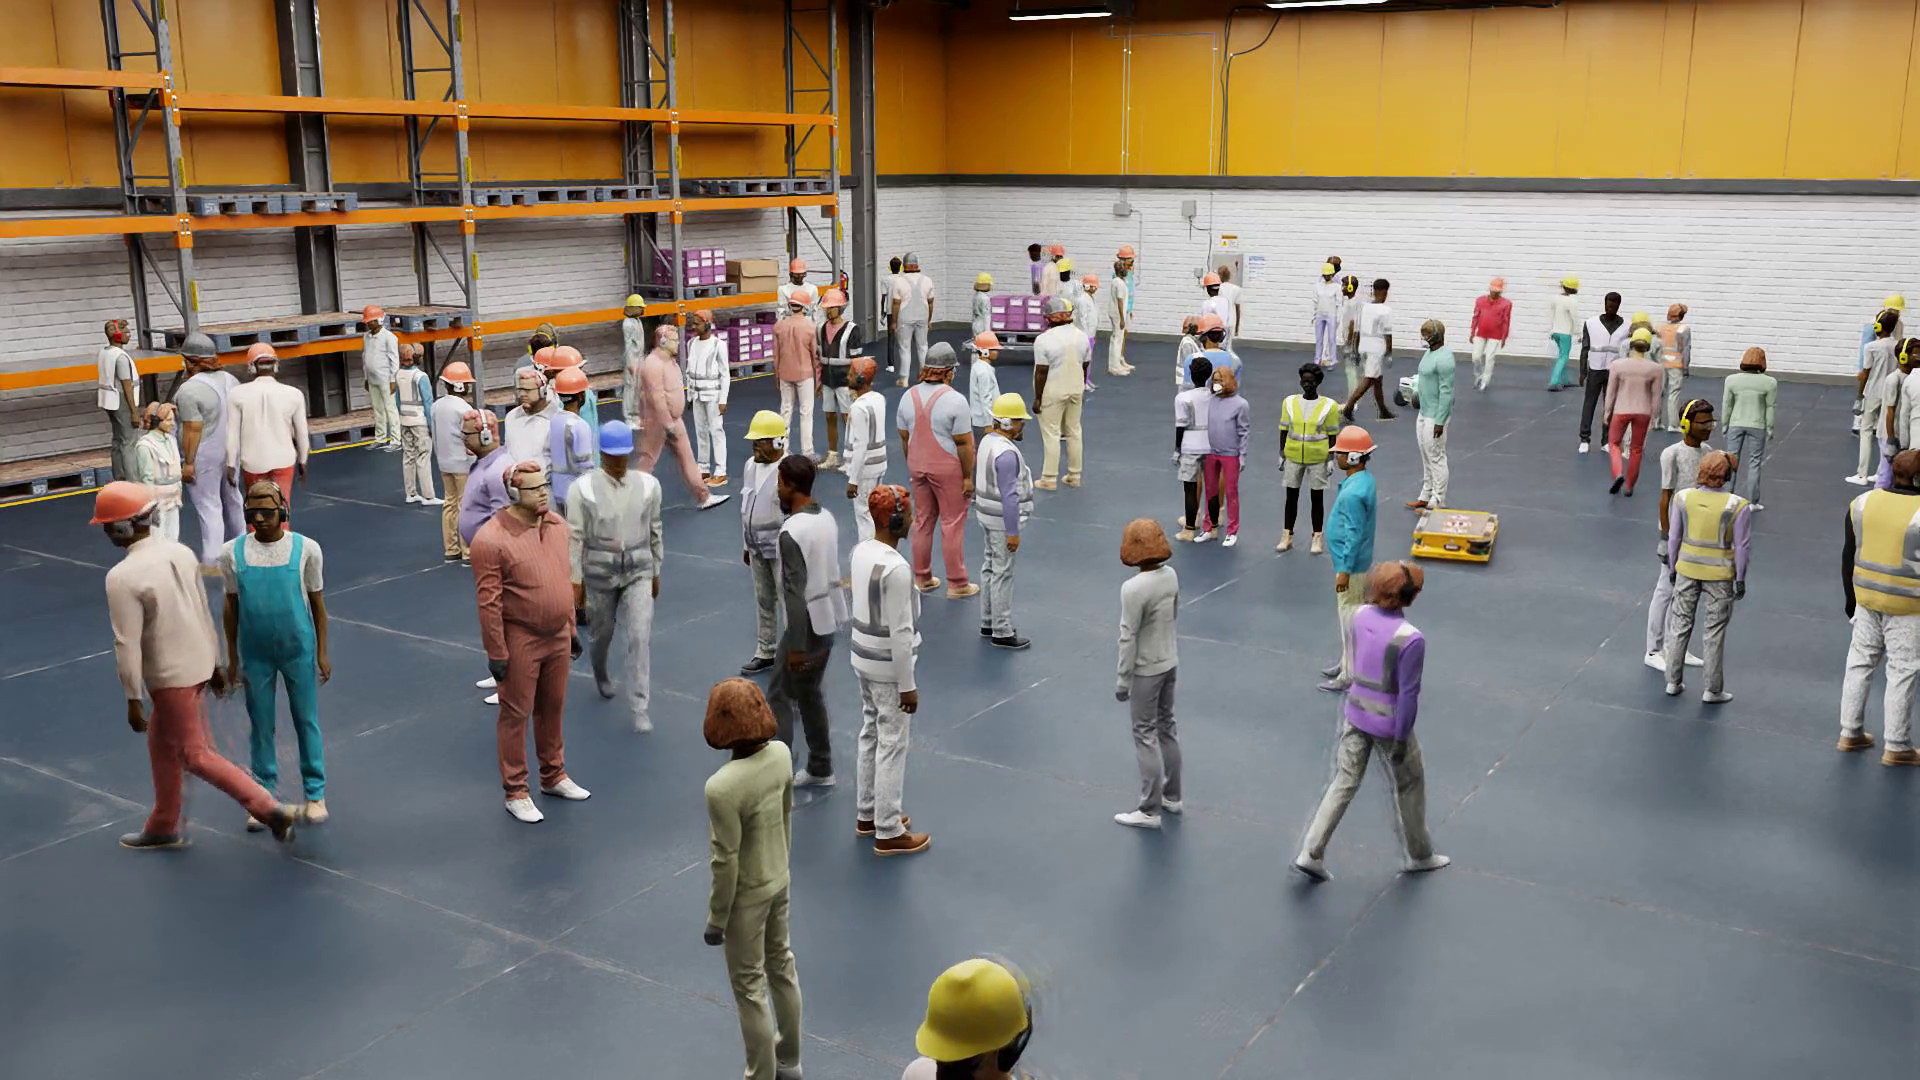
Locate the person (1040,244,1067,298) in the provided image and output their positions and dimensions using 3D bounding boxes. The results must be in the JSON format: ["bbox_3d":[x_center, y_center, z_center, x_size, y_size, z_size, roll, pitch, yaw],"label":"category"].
[{"bbox_3d":[1.657,-4.166,29.037,0.491,1.973,0.611,9,15,33],"label":"person"}]

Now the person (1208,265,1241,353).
[{"bbox_3d":[4.057,-3.346,25.830,0.499,1.812,0.693,-2,13,-9],"label":"person"}]

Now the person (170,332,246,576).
[{"bbox_3d":[-6.324,-0.721,13.935,0.538,2.000,0.687,3,13,12],"label":"person"}]

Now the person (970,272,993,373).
[{"bbox_3d":[0.345,-3.187,25.282,0.319,1.742,0.492,-5,14,-22],"label":"person"}]

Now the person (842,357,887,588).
[{"bbox_3d":[-0.779,-0.547,13.520,0.355,1.885,0.576,3,13,13],"label":"person"}]

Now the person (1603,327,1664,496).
[{"bbox_3d":[6.887,-1.294,17.026,0.547,1.752,0.484,4,14,17],"label":"person"}]

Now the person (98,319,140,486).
[{"bbox_3d":[-8.564,-1.328,16.989,0.563,1.847,0.390,12,17,41],"label":"person"}]

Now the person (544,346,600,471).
[{"bbox_3d":[-3.098,-0.569,13.399,0.407,1.987,0.615,1,13,5],"label":"person"}]

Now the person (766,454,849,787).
[{"bbox_3d":[-0.872,0.484,9.032,0.495,1.894,0.651,4,14,16],"label":"person"}]

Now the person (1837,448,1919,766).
[{"bbox_3d":[5.410,0.377,9.612,0.429,1.840,0.629,-6,14,-25],"label":"person"}]

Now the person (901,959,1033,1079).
[{"bbox_3d":[0.000,1.773,3.733,0.547,1.747,0.591,10,16,37],"label":"person"}]

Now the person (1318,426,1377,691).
[{"bbox_3d":[2.545,0.121,10.909,0.329,1.751,0.563,4,14,16],"label":"person"}]

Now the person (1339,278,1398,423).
[{"bbox_3d":[5.378,-2.482,21.878,0.967,1.912,0.639,-5,14,-22],"label":"person"}]

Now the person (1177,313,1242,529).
[{"bbox_3d":[2.337,-1.113,15.678,0.612,2.029,0.408,-6,14,-24],"label":"person"}]

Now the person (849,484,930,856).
[{"bbox_3d":[-0.371,0.647,8.365,0.345,1.878,0.584,-5,14,-22],"label":"person"}]

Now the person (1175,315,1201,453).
[{"bbox_3d":[2.700,-1.837,19.675,0.313,1.634,0.515,3,13,12],"label":"person"}]

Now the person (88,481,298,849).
[{"bbox_3d":[-3.790,0.661,8.211,0.934,1.938,0.624,1,13,4],"label":"person"}]

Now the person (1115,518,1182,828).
[{"bbox_3d":[0.998,0.689,8.748,0.322,1.620,0.512,9,16,34],"label":"person"}]

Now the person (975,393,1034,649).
[{"bbox_3d":[0.321,-0.140,11.876,0.403,1.828,0.598,-3,13,-14],"label":"person"}]

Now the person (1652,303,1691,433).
[{"bbox_3d":[9.065,-2.190,21.181,0.313,1.642,0.513,-6,14,-26],"label":"person"}]

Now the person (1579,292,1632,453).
[{"bbox_3d":[7.627,-1.980,19.674,0.587,1.913,0.391,2,13,8],"label":"person"}]

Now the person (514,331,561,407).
[{"bbox_3d":[-3.889,-1.014,15.579,0.515,1.872,0.333,-3,13,-13],"label":"person"}]

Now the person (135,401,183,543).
[{"bbox_3d":[-6.156,-0.259,12.841,0.324,1.630,0.511,0,13,1],"label":"person"}]

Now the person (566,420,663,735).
[{"bbox_3d":[-2.151,0.181,10.326,0.616,1.917,0.896,-5,14,-21],"label":"person"}]

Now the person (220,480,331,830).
[{"bbox_3d":[-3.548,0.594,8.657,0.504,1.847,0.344,-3,13,-14],"label":"person"}]

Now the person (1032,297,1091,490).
[{"bbox_3d":[1.012,-1.553,17.544,0.681,2.000,0.536,-8,15,-32],"label":"person"}]

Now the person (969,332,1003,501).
[{"bbox_3d":[0.263,-1.216,16.710,0.326,1.751,0.559,-2,13,-7],"label":"person"}]

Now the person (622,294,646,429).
[{"bbox_3d":[-4.180,-2.296,21.444,0.342,1.735,0.484,2,13,8],"label":"person"}]

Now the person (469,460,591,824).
[{"bbox_3d":[-2.253,0.522,8.826,0.408,1.913,0.644,7,15,29],"label":"person"}]

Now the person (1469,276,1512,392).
[{"bbox_3d":[7.867,-3.056,24.737,0.578,1.725,0.382,8,15,31],"label":"person"}]

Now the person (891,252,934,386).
[{"bbox_3d":[-0.761,-3.382,25.474,0.688,2.000,0.536,-6,14,-23],"label":"person"}]

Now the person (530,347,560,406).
[{"bbox_3d":[-3.815,-0.917,15.429,0.333,1.744,0.559,1,13,2],"label":"person"}]

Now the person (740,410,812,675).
[{"bbox_3d":[-1.249,0.042,11.080,0.600,1.829,0.404,11,17,40],"label":"person"}]

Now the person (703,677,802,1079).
[{"bbox_3d":[-0.768,1.294,6.085,0.270,1.632,0.504,6,14,24],"label":"person"}]

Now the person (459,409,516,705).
[{"bbox_3d":[-3.008,0.097,10.709,0.395,1.900,0.647,-6,14,-23],"label":"person"}]

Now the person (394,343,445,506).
[{"bbox_3d":[-5.451,-1.154,16.692,0.511,1.640,0.308,9,16,34],"label":"person"}]

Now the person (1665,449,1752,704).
[{"bbox_3d":[4.783,0.236,10.663,0.307,1.640,0.519,-12,17,-41],"label":"person"}]
